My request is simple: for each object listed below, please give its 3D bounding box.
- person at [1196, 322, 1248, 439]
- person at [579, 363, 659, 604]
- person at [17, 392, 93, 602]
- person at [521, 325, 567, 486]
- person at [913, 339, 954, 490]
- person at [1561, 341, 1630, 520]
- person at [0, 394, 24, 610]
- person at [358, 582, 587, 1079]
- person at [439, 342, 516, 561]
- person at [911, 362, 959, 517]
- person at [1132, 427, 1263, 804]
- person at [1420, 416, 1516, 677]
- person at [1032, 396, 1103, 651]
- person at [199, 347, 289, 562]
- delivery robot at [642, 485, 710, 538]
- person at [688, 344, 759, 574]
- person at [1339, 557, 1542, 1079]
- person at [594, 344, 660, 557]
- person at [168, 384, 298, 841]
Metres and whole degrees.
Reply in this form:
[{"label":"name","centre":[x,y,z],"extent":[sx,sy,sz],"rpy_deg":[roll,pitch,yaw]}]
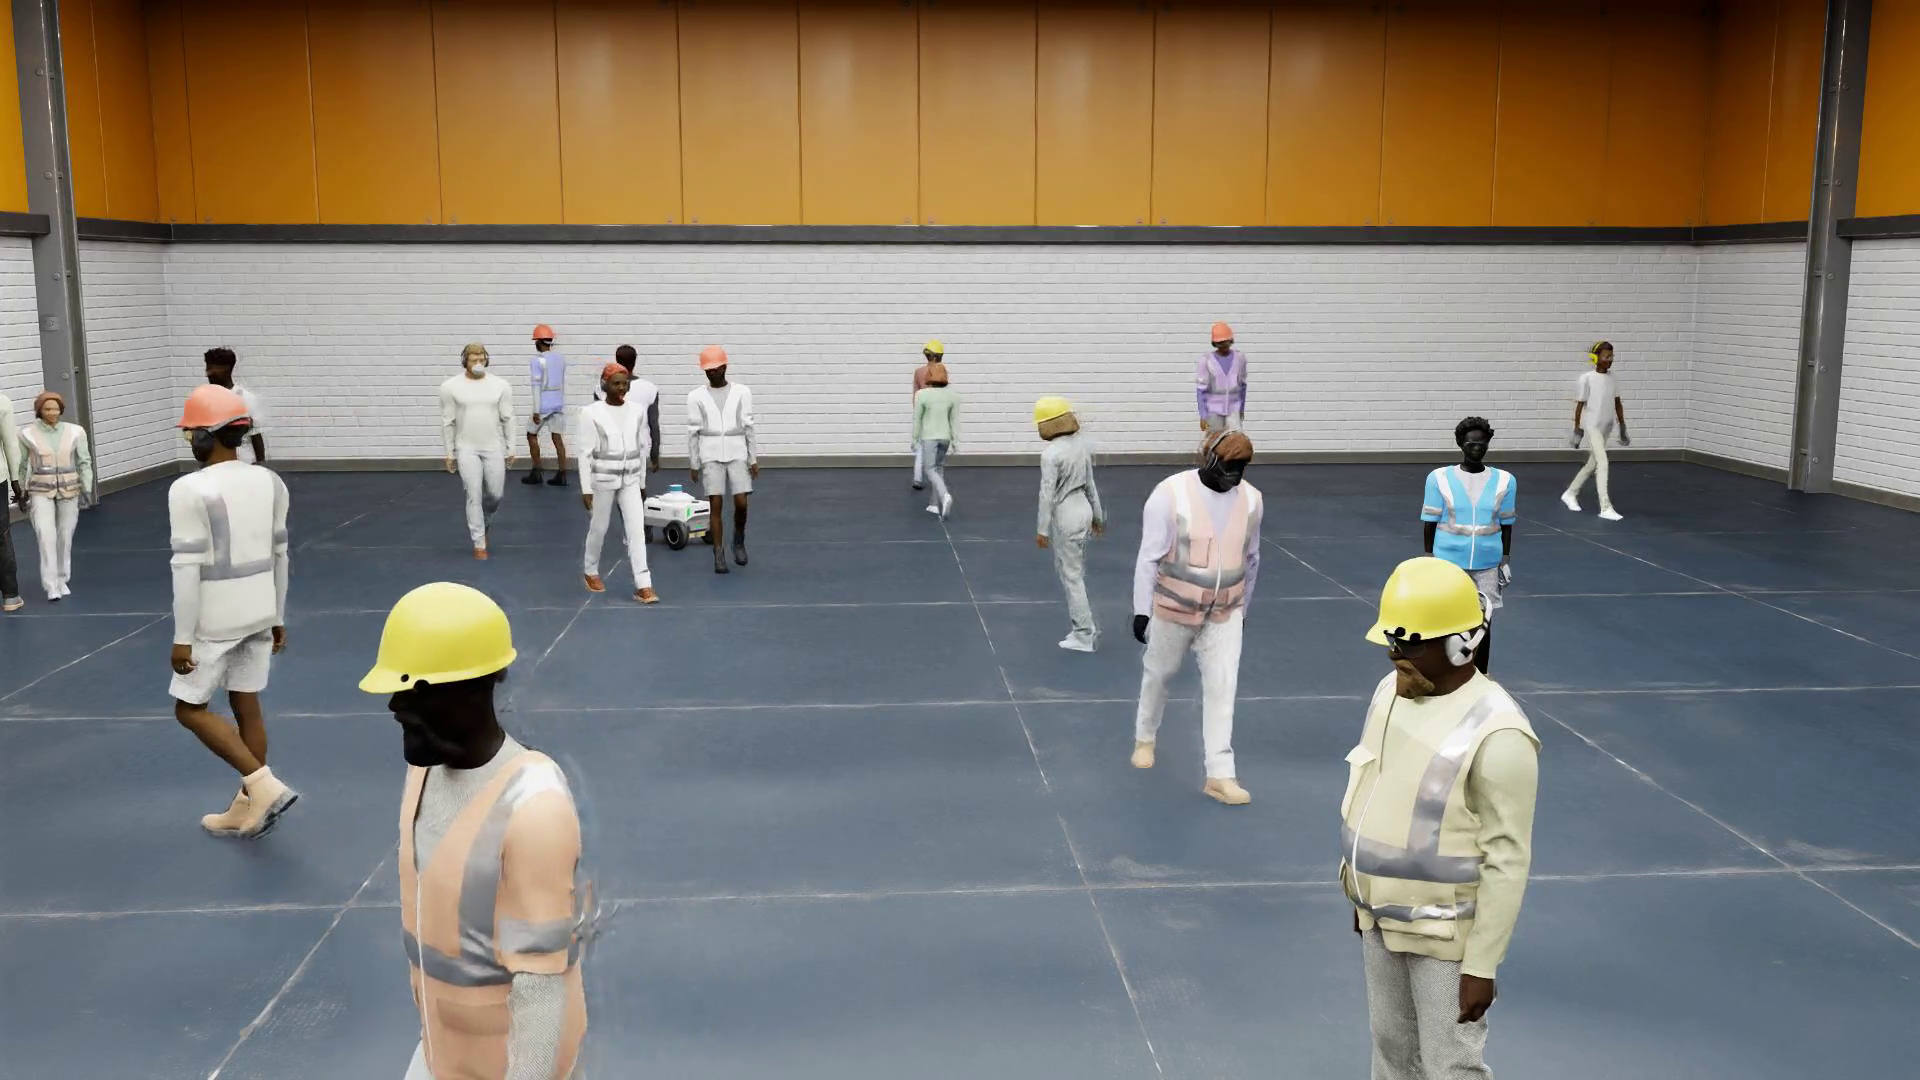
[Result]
[{"label":"person","centre":[2.942,-1.447,18.654],"extent":[0.622,1.970,0.918],"rpy_deg":[-1,9,-9]},{"label":"person","centre":[-2.688,-0.455,12.871],"extent":[0.598,1.838,1.000],"rpy_deg":[-7,11,-37]},{"label":"person","centre":[-6.936,-0.329,12.788],"extent":[0.514,1.606,0.744],"rpy_deg":[-8,12,-40]},{"label":"person","centre":[-4.970,-1.593,19.756],"extent":[0.728,1.909,0.565],"rpy_deg":[6,11,32]},{"label":"person","centre":[-0.315,-1.440,19.293],"extent":[0.534,1.773,0.352],"rpy_deg":[8,12,42]},{"label":"person","centre":[6.631,-1.161,17.333],"extent":[0.520,1.830,0.959],"rpy_deg":[-4,10,-24]},{"label":"person","centre":[-7.282,-0.445,12.297],"extent":[0.612,1.995,0.376],"rpy_deg":[-5,11,-31]},{"label":"person","centre":[-0.996,1.025,3.318],"extent":[0.534,1.908,0.622],"rpy_deg":[-8,12,-42]},{"label":"person","centre":[-4.287,-0.805,14.812],"extent":[0.635,1.921,0.742],"rpy_deg":[-4,10,-24]},{"label":"person","centre":[-0.222,-1.037,17.241],"extent":[0.498,1.603,0.712],"rpy_deg":[-5,10,-28]},{"label":"person","centre":[1.127,0.324,8.153],"extent":[0.708,1.786,0.945],"rpy_deg":[-2,9,-14]},{"label":"person","centre":[2.923,0.133,9.593],"extent":[0.535,1.700,0.318],"rpy_deg":[1,9,6]},{"label":"person","centre":[0.717,-0.104,11.043],"extent":[0.451,1.699,0.558],"rpy_deg":[7,11,36]},{"label":"person","centre":[-6.080,-0.654,13.894],"extent":[0.618,1.907,1.021],"rpy_deg":[7,11,37]},{"label":"delivery robot","centre":[-2.622,-0.268,15.398],"extent":[0.707,0.478,0.477],"rpy_deg":[8,12,40]},{"label":"person","centre":[-1.995,-0.684,14.017],"extent":[0.579,1.921,0.480],"rpy_deg":[-1,9,-5]},{"label":"person","centre":[1.152,0.938,4.153],"extent":[0.403,1.823,0.586],"rpy_deg":[-3,10,-18]},{"label":"person","centre":[-2.973,-0.811,14.942],"extent":[0.586,1.893,0.915],"rpy_deg":[-4,10,-26]},{"label":"person","centre":[-3.159,0.340,7.244],"extent":[0.491,2.033,0.627],"rpy_deg":[3,10,20]}]
